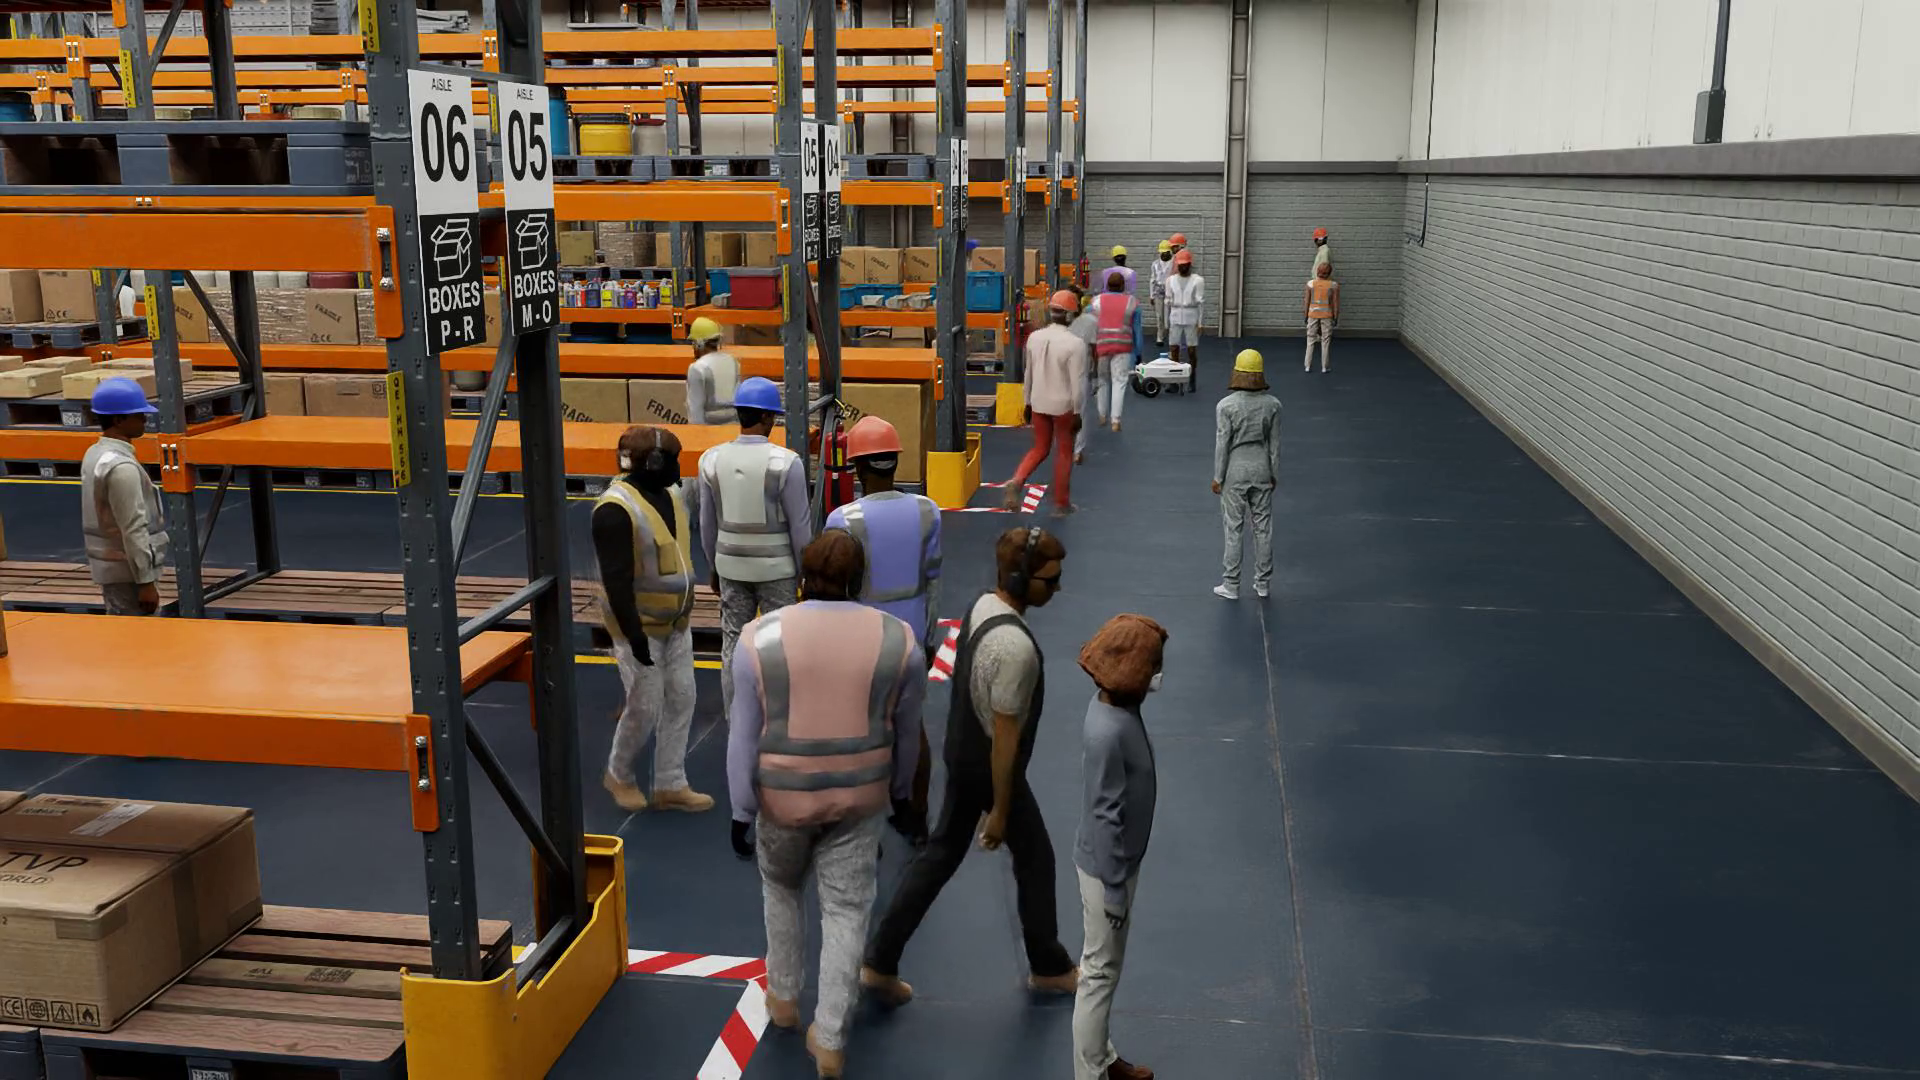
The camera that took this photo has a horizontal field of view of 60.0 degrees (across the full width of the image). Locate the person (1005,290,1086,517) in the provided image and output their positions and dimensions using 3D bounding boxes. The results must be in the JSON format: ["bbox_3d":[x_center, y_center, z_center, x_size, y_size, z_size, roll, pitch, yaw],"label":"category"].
[{"bbox_3d":[0.742,-1.134,14.175,0.642,1.964,0.731,11,16,40],"label":"person"}]

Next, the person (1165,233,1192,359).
[{"bbox_3d":[3.490,-3.889,26.557,0.419,1.985,0.619,-2,13,-8],"label":"person"}]

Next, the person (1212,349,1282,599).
[{"bbox_3d":[1.992,-0.460,11.625,0.493,1.743,0.314,-3,13,-15],"label":"person"}]

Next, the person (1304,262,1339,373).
[{"bbox_3d":[5.353,-3.291,24.664,0.519,1.633,0.312,5,13,21],"label":"person"}]

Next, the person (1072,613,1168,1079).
[{"bbox_3d":[0.494,1.019,5.199,0.279,1.633,0.499,2,13,9],"label":"person"}]

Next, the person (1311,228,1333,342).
[{"bbox_3d":[6.340,-4.483,29.241,0.406,1.982,0.614,2,13,10],"label":"person"}]

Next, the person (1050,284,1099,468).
[{"bbox_3d":[1.155,-1.636,16.715,0.527,1.844,0.672,3,13,15],"label":"person"}]

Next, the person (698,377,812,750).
[{"bbox_3d":[-1.021,0.144,8.460,0.604,1.937,0.403,4,13,19],"label":"person"}]

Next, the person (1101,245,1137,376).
[{"bbox_3d":[2.311,-3.337,24.263,0.601,1.895,0.636,7,14,28],"label":"person"}]

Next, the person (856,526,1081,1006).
[{"bbox_3d":[0.049,0.810,5.803,0.946,1.788,0.626,-5,13,-20],"label":"person"}]

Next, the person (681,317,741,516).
[{"bbox_3d":[-2.070,-0.929,13.655,0.905,1.784,0.590,9,16,36],"label":"person"}]

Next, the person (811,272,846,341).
[{"bbox_3d":[-1.817,-2.795,22.438,0.558,1.622,0.393,-3,13,-13],"label":"person"}]

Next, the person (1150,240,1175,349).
[{"bbox_3d":[3.486,-4.143,28.082,0.604,1.820,0.403,7,14,28],"label":"person"}]

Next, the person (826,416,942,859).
[{"bbox_3d":[-0.346,0.426,7.208,0.543,1.928,0.372,-7,14,-29],"label":"person"}]

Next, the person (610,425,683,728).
[{"bbox_3d":[-1.688,0.193,8.928,0.508,1.632,0.270,8,15,31],"label":"person"}]

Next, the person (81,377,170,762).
[{"bbox_3d":[-4.188,0.148,8.415,0.395,1.945,0.618,-10,16,-38],"label":"person"}]

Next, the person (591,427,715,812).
[{"bbox_3d":[-1.429,0.386,7.669,0.541,1.804,0.671,5,14,23],"label":"person"}]

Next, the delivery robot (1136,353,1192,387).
[{"bbox_3d":[2.714,-2.242,22.161,0.707,0.478,0.477,-2,13,-9],"label":"delivery robot"}]

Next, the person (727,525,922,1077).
[{"bbox_3d":[-0.466,0.832,5.625,0.654,1.815,0.755,-2,13,-11],"label":"person"}]

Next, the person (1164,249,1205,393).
[{"bbox_3d":[3.012,-2.946,22.419,0.552,1.937,0.379,4,13,19],"label":"person"}]

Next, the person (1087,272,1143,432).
[{"bbox_3d":[1.803,-2.200,19.350,0.652,1.796,0.932,2,13,10],"label":"person"}]
